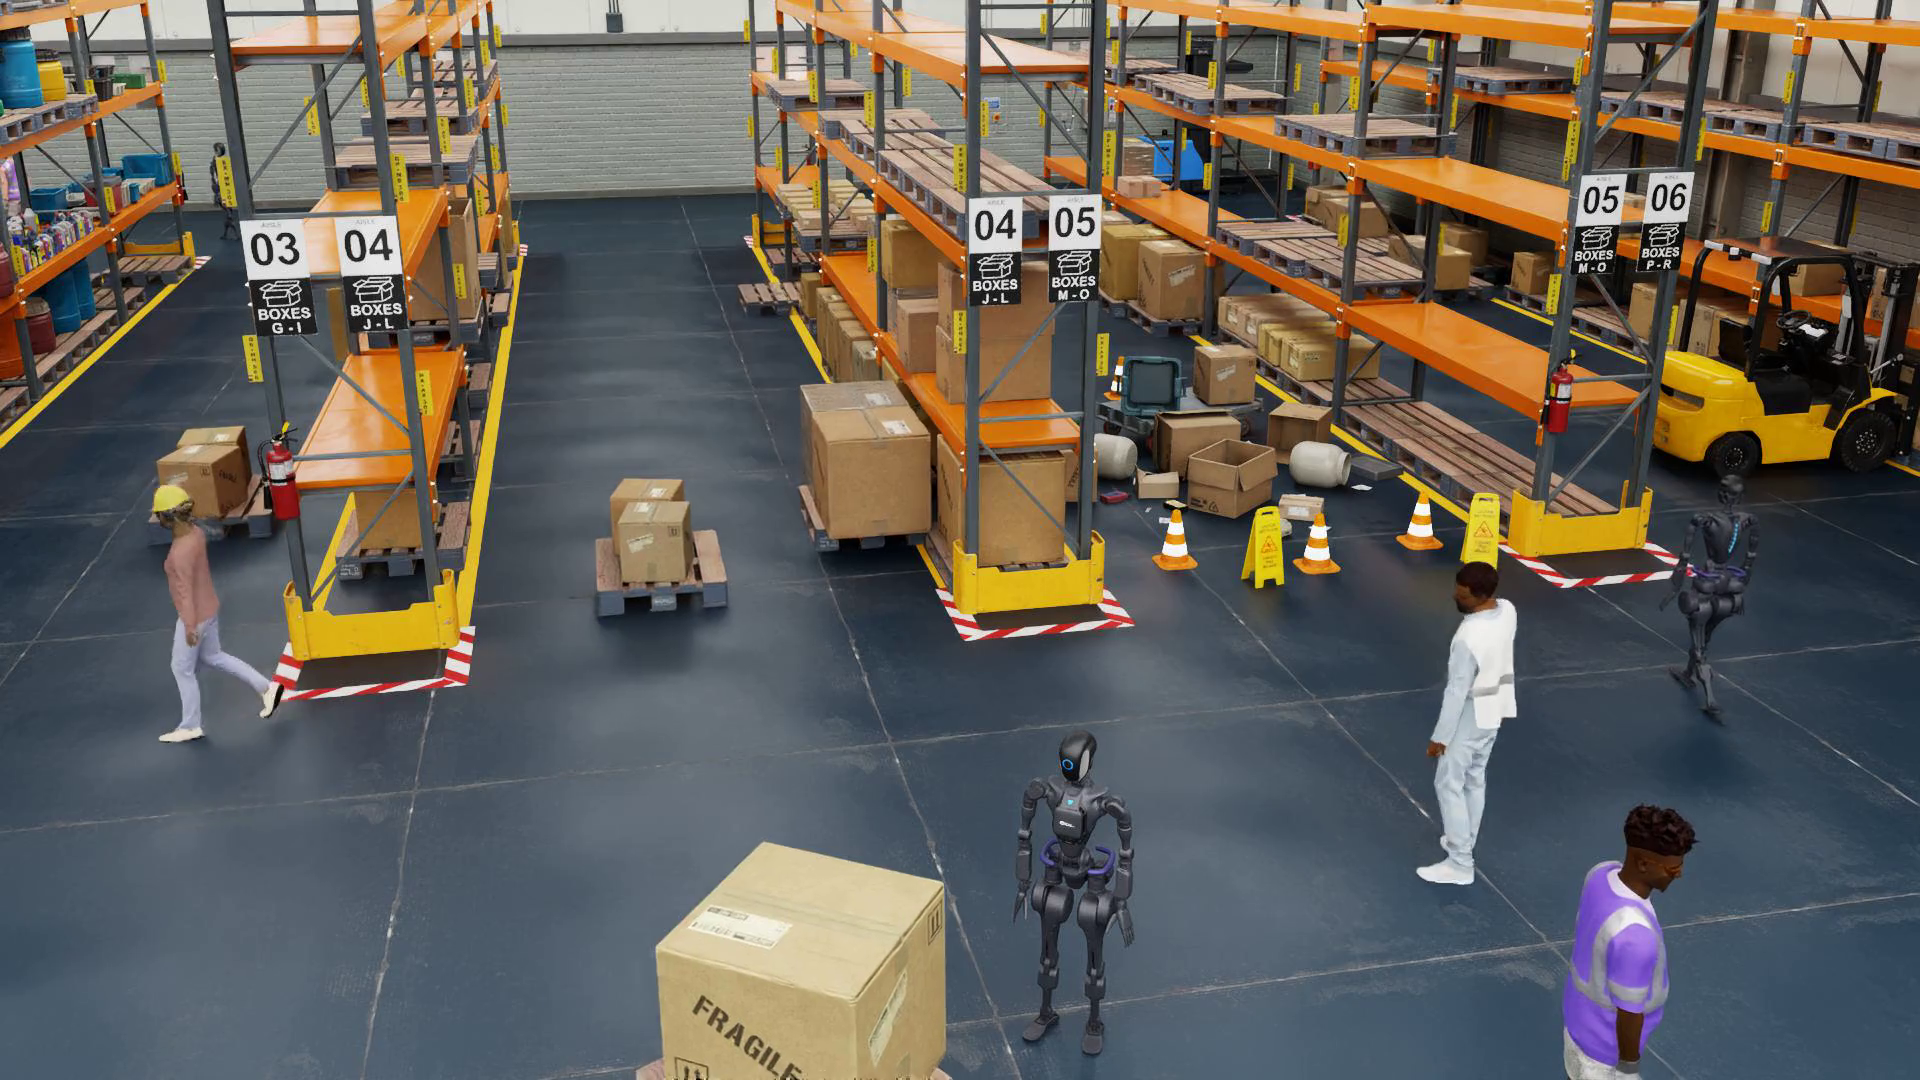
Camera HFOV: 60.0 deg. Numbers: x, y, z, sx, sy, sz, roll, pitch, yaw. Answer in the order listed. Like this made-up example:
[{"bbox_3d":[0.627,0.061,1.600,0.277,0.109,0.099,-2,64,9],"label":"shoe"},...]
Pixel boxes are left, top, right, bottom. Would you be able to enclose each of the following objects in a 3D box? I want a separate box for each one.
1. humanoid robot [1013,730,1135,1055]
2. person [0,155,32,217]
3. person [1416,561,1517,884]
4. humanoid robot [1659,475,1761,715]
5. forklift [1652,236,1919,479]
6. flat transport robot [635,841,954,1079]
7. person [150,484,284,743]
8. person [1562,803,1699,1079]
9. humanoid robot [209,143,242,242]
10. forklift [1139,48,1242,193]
[{"bbox_3d":[0.541,1.637,7.753,0.599,1.657,0.315,8,22,21],"label":"humanoid robot"},{"bbox_3d":[-15.366,-5.564,27.149,0.348,1.688,0.490,10,23,26],"label":"person"},{"bbox_3d":[2.850,0.996,9.205,0.394,1.888,0.643,19,27,41],"label":"person"},{"bbox_3d":[5.118,0.351,11.326,0.589,1.646,0.785,-3,21,-7],"label":"humanoid robot"},{"bbox_3d":[8.013,-1.814,16.330,2.313,2.155,1.214,-4,21,-12],"label":"forklift"},{"bbox_3d":[-0.650,2.622,7.142,1.431,0.231,0.659,-17,26,-39],"label":"flat transport robot"},{"bbox_3d":[-4.918,0.460,10.854,0.728,1.731,0.535,-4,21,-11],"label":"person"},{"bbox_3d":[2.587,1.927,6.591,0.385,1.957,0.605,3,21,7],"label":"person"},{"bbox_3d":[-12.303,-5.854,27.991,0.735,1.631,0.608,7,21,18],"label":"humanoid robot"},{"bbox_3d":[4.566,-8.313,32.860,1.873,2.768,1.129,-4,21,-12],"label":"forklift"}]
